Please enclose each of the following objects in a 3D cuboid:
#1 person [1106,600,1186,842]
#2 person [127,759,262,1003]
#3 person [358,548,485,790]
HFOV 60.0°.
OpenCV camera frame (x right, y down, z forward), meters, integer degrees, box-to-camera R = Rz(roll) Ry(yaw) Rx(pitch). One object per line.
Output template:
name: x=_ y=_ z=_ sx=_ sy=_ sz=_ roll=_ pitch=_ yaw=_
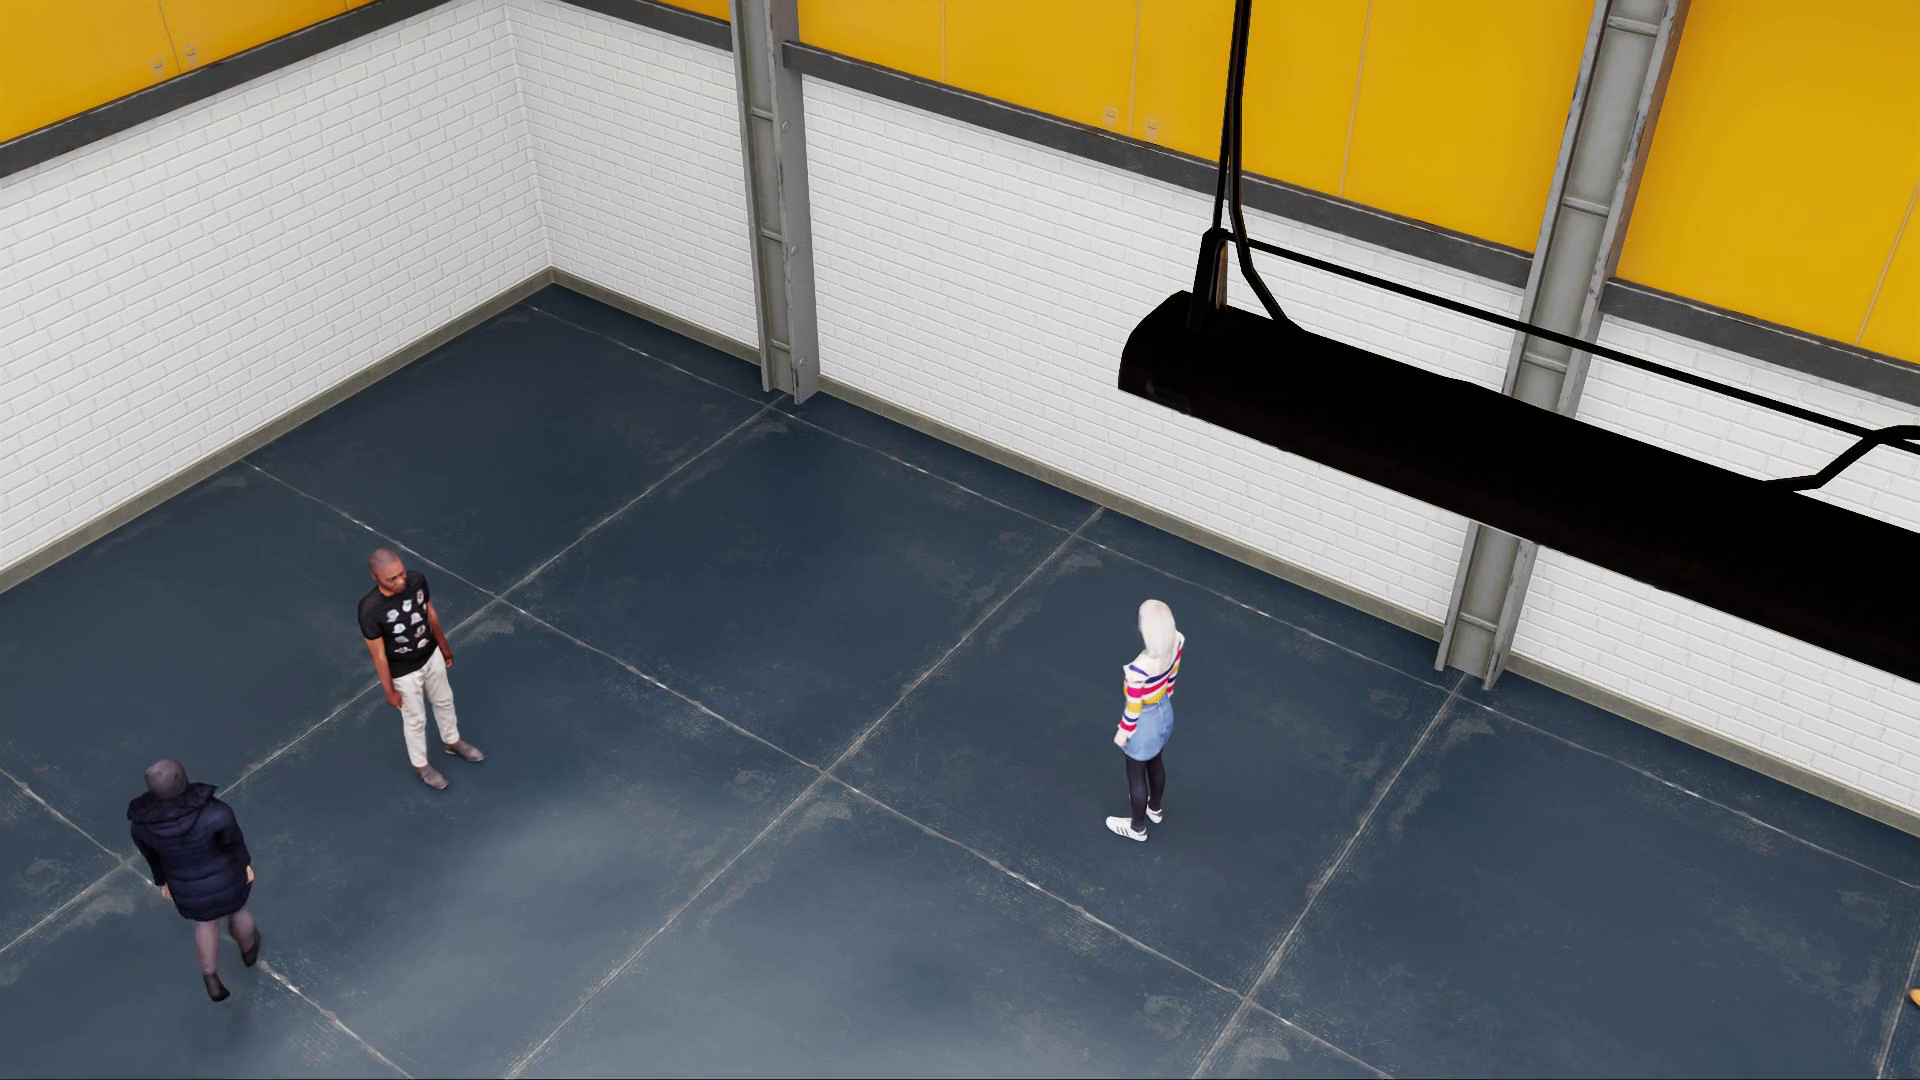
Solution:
person: x=1.101 y=1.049 z=9.710 sx=0.538 sy=1.810 sz=0.667 roll=27 pitch=46 yaw=30
person: x=-4.029 y=1.827 z=8.854 sx=0.960 sy=1.663 sz=1.020 roll=-6 pitch=39 yaw=-7
person: x=-3.333 y=0.743 z=10.101 sx=0.604 sy=1.800 sz=0.660 roll=22 pitch=43 yaw=25
